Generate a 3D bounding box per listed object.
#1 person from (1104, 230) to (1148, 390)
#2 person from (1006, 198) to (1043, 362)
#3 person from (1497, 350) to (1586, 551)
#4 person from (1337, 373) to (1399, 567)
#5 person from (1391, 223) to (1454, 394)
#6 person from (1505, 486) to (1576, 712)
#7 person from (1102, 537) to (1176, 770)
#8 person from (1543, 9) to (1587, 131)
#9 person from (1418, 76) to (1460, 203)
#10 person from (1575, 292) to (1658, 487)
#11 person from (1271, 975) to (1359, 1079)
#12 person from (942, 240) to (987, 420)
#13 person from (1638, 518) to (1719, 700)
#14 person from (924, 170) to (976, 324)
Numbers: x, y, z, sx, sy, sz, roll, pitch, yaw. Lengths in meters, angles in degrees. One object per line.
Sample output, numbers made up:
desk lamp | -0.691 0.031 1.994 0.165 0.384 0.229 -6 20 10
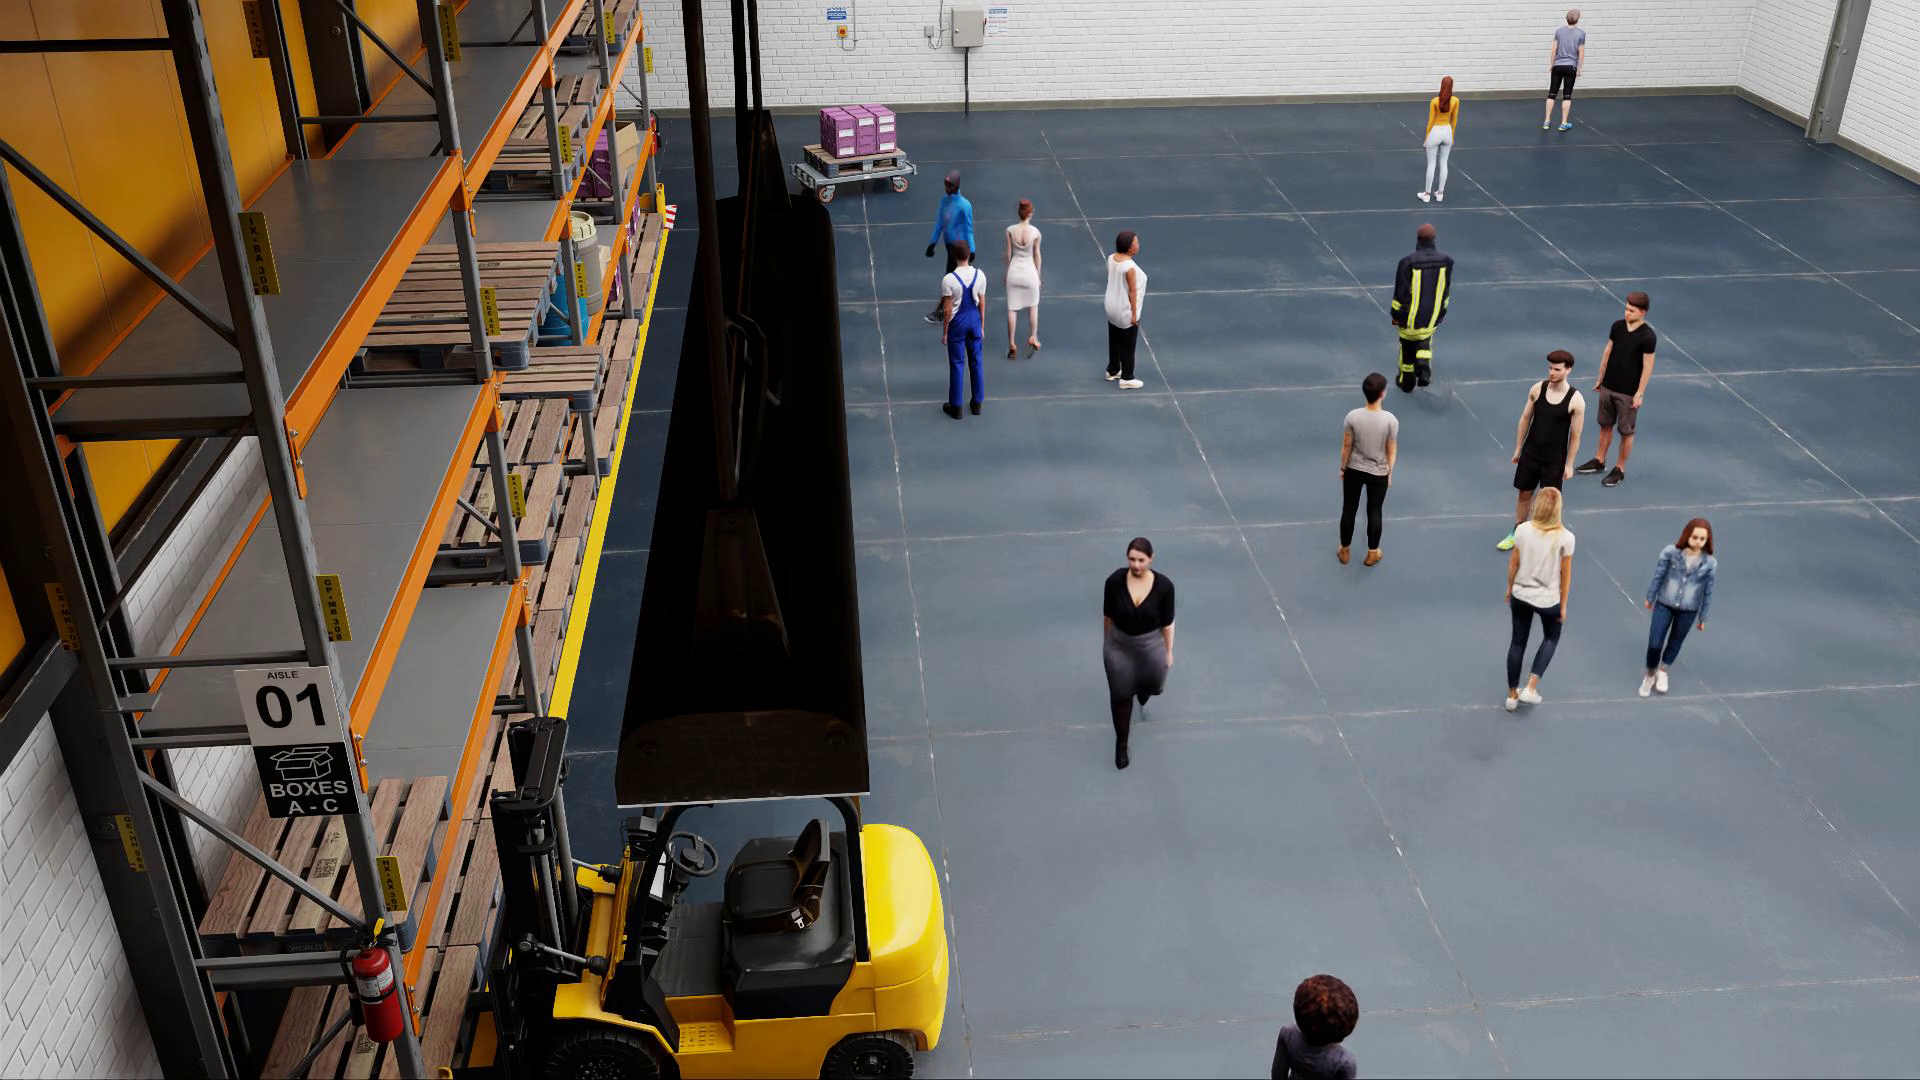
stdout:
person | 1.738 -2.440 17.483 0.791 1.687 0.660 -12 31 -21
person | 0.648 -2.812 18.070 0.721 1.778 0.806 7 29 13
person | 4.978 -0.732 14.140 0.745 1.889 0.815 23 36 36
person | 3.438 -0.593 14.066 0.678 1.717 0.670 10 30 18
person | 4.798 -2.379 17.238 0.745 1.815 0.807 -3 29 -5
person | 4.130 0.483 12.012 0.723 1.796 0.764 17 33 29
person | 1.252 0.730 11.620 0.844 1.737 1.101 6 29 11
person | 9.680 -7.533 26.610 0.760 1.888 0.786 17 33 28
person | 6.700 -5.602 23.213 0.577 1.751 0.549 -3 29 -6
person | 6.167 -1.424 15.440 0.824 1.861 0.664 -15 32 -25
person | 1.661 2.772 7.904 0.647 1.711 0.697 20 35 32
person | 0.040 -2.131 16.745 0.685 1.851 0.658 -10 30 -18
person | 5.353 0.458 12.399 0.714 1.468 0.758 11 31 19
person | 0.038 -3.393 19.158 1.090 1.756 1.136 -18 33 -29
